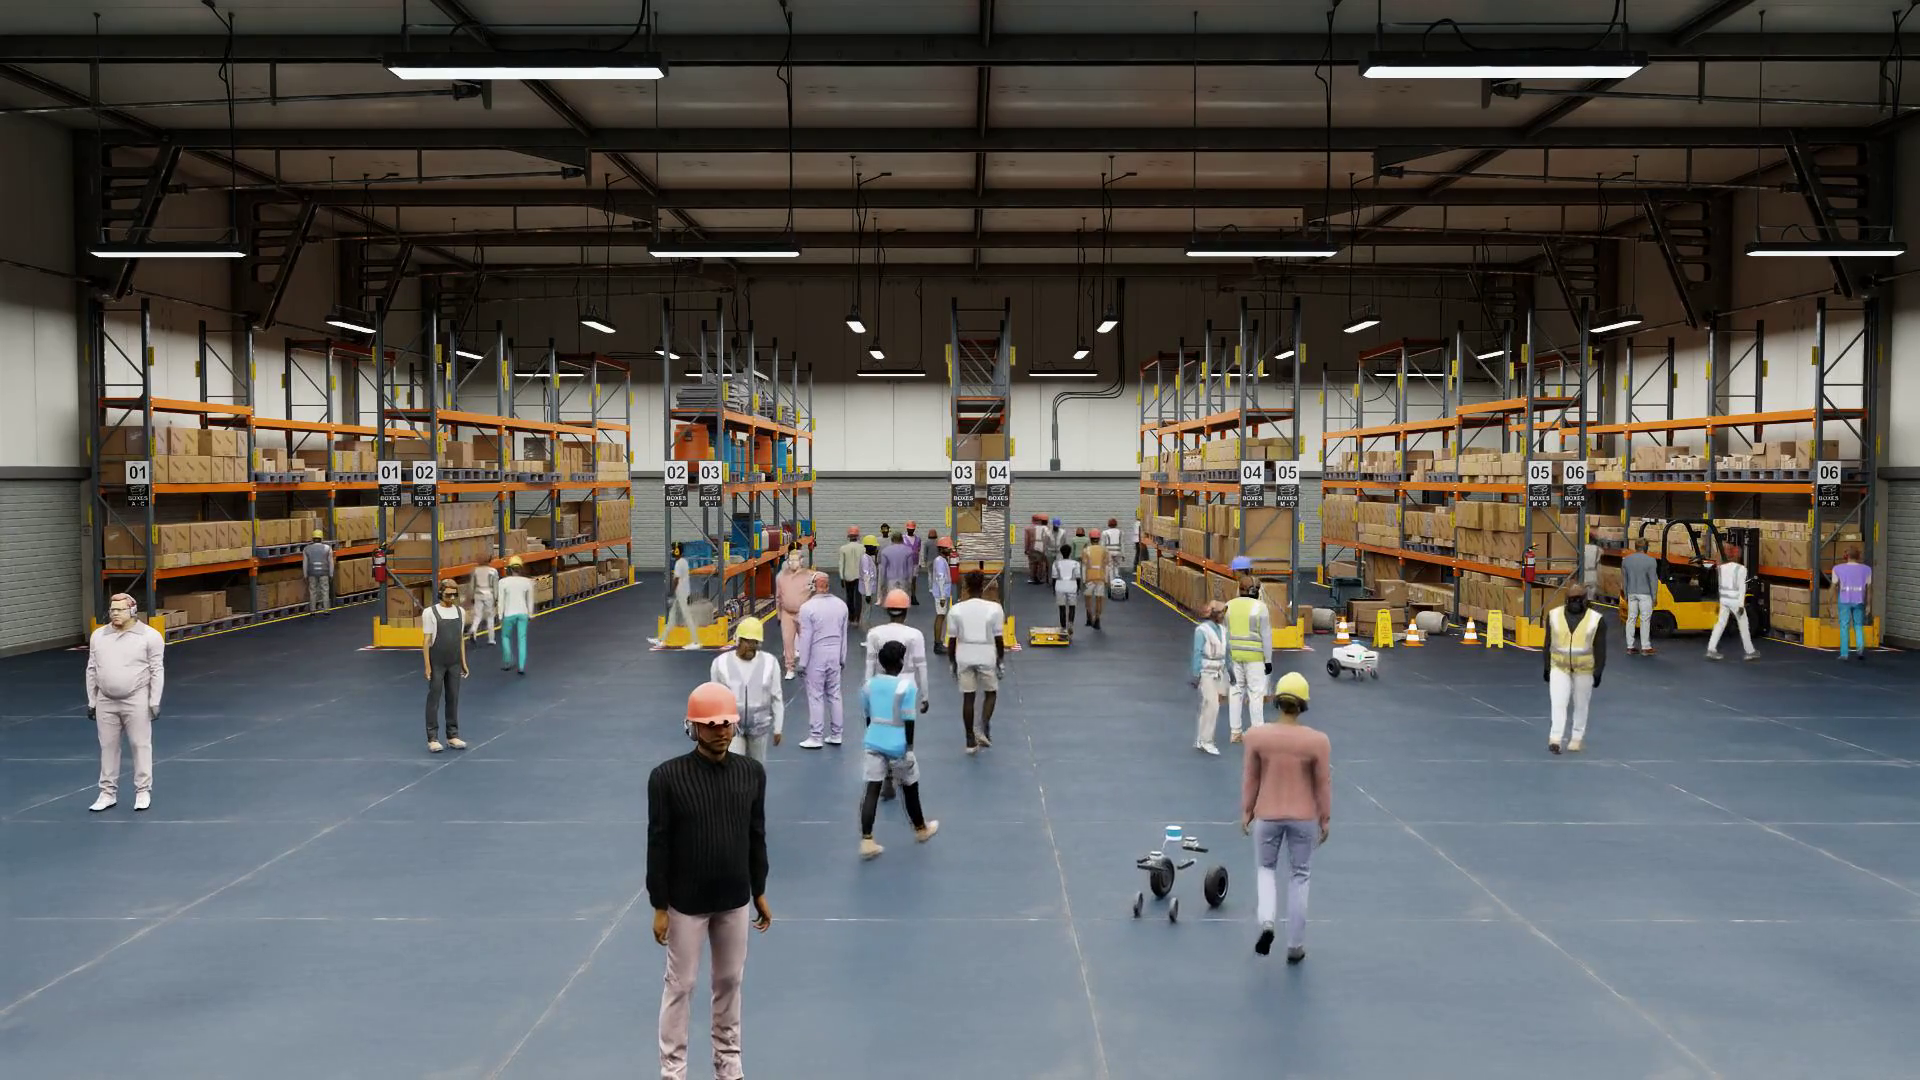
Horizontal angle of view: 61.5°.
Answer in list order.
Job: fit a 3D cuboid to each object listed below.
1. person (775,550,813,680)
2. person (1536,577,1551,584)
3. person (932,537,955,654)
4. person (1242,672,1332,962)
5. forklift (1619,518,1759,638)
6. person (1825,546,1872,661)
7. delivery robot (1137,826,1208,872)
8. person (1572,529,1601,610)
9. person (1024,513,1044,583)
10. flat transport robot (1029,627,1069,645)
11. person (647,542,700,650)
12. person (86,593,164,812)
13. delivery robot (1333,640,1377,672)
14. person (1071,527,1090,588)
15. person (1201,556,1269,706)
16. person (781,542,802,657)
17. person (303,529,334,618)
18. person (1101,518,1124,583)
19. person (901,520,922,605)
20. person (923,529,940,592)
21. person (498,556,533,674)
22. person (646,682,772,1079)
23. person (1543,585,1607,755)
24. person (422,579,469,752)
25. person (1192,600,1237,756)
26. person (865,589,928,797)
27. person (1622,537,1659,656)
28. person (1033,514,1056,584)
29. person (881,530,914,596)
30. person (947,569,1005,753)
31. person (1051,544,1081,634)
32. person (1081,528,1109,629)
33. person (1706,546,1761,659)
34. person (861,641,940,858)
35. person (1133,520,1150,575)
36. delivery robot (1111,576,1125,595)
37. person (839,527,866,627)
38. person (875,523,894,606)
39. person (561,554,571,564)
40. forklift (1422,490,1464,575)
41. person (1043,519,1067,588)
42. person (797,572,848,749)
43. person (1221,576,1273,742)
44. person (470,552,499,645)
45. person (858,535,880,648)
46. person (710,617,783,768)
[{"bbox_3d":[-2.366,1.069,23.591,0.659,1.884,0.783,0,2,5],"label":"person"},{"bbox_3d":[13.153,0.626,36.455,0.320,1.737,0.483,-1,3,-26],"label":"person"},{"bbox_3d":[-0.276,0.910,26.792,0.376,1.934,0.547,0,2,-1],"label":"person"},{"bbox_3d":[1.977,1.676,9.769,0.540,1.750,0.425,1,2,17],"label":"person"},{"bbox_3d":[13.417,0.684,29.791,2.313,2.155,1.214,0,2,0],"label":"forklift"},{"bbox_3d":[14.070,1.008,25.527,0.589,1.837,0.451,0,2,9],"label":"person"},{"bbox_3d":[1.453,2.065,10.973,0.335,0.223,0.698,2,3,35],"label":"delivery robot"},{"bbox_3d":[11.502,0.757,29.758,0.607,2.012,0.435,0,2,-9],"label":"person"},{"bbox_3d":[2.069,0.230,44.223,0.641,1.912,0.407,0,2,-10],"label":"person"},{"bbox_3d":[1.561,1.685,28.437,0.652,0.197,1.431,0,2,1],"label":"flat transport robot"},{"bbox_3d":[-4.829,0.944,27.287,0.947,1.821,0.556,0,2,-2],"label":"person"},{"bbox_3d":[-7.372,1.423,14.221,0.636,1.911,0.405,0,2,-6],"label":"person"},{"bbox_3d":[5.743,1.697,23.468,0.477,0.478,0.707,-1,2,-22],"label":"delivery robot"},{"bbox_3d":[3.079,0.481,41.337,0.502,1.631,0.285,0,2,9],"label":"person"},{"bbox_3d":[3.520,1.165,20.634,0.933,1.904,0.653,1,2,13],"label":"person"},{"bbox_3d":[-2.711,0.964,26.338,0.521,1.864,0.336,2,3,44],"label":"person"},{"bbox_3d":[-13.283,0.697,33.422,0.601,1.830,0.403,-1,2,-20],"label":"person"},{"bbox_3d":[3.885,0.369,41.265,0.599,1.860,0.625,0,2,-12],"label":"person"},{"bbox_3d":[-1.120,0.515,36.746,0.548,1.934,0.375,-1,2,-23],"label":"person"},{"bbox_3d":[-0.670,0.519,40.507,0.514,1.616,0.574,0,2,0],"label":"person"},{"bbox_3d":[-6.658,1.114,24.103,0.546,1.734,0.795,-1,3,-29],"label":"person"},{"bbox_3d":[-1.152,1.648,7.456,0.609,1.996,0.383,-2,3,-34],"label":"person"},{"bbox_3d":[6.457,1.372,17.017,0.636,1.781,0.991,1,3,27],"label":"person"},{"bbox_3d":[-5.523,1.332,17.338,0.343,1.842,0.507,2,3,41],"label":"person"},{"bbox_3d":[2.701,1.450,17.089,0.529,1.617,0.520,2,3,40],"label":"person"},{"bbox_3d":[-0.575,1.402,15.015,0.565,1.882,1.012,1,2,18],"label":"person"},{"bbox_3d":[11.184,0.919,26.532,0.369,1.939,0.631,-2,3,-34],"label":"person"},{"bbox_3d":[2.288,0.245,43.816,0.792,1.903,0.561,-2,3,-42],"label":"person"},{"bbox_3d":[-1.188,0.765,30.761,0.627,1.919,0.693,0,2,-6],"label":"person"},{"bbox_3d":[0.176,1.282,17.237,0.635,1.944,0.444,0,2,11],"label":"person"},{"bbox_3d":[1.941,0.919,29.590,0.557,1.678,0.452,0,2,5],"label":"person"},{"bbox_3d":[2.600,0.741,31.098,0.544,1.922,0.490,0,2,-5],"label":"person"},{"bbox_3d":[12.365,1.003,25.879,1.011,1.832,0.585,-1,2,-22],"label":"person"},{"bbox_3d":[-0.506,1.608,12.620,0.553,1.644,0.875,1,3,33],"label":"person"},{"bbox_3d":[5.499,0.085,48.010,0.789,1.891,0.622,-1,2,-14],"label":"person"},{"bbox_3d":[3.769,1.100,38.481,0.477,0.478,0.707,0,2,5],"label":"delivery robot"},{"bbox_3d":[-2.062,0.718,31.585,0.607,1.952,1.024,0,2,0],"label":"person"},{"bbox_3d":[-1.697,0.552,36.595,0.518,1.874,0.326,0,2,3],"label":"person"},{"bbox_3d":[-10.628,0.283,43.168,0.580,1.893,0.884,0,2,2],"label":"person"},{"bbox_3d":[13.926,-0.371,47.846,1.873,2.768,1.129,0,2,0],"label":"forklift"},{"bbox_3d":[2.463,0.359,42.043,0.629,1.852,1.152,0,2,-1],"label":"person"},{"bbox_3d":[-1.514,1.294,17.495,0.403,1.904,0.651,2,3,45],"label":"person"},{"bbox_3d":[3.184,1.317,17.794,0.619,1.838,0.430,2,3,44],"label":"person"},{"bbox_3d":[-8.248,1.023,27.912,0.523,1.622,0.634,0,2,6],"label":"person"},{"bbox_3d":[-1.558,0.875,27.767,0.374,1.925,0.595,0,2,-1],"label":"person"},{"bbox_3d":[-1.773,1.515,13.346,0.607,1.804,0.777,0,2,-11],"label":"person"}]
